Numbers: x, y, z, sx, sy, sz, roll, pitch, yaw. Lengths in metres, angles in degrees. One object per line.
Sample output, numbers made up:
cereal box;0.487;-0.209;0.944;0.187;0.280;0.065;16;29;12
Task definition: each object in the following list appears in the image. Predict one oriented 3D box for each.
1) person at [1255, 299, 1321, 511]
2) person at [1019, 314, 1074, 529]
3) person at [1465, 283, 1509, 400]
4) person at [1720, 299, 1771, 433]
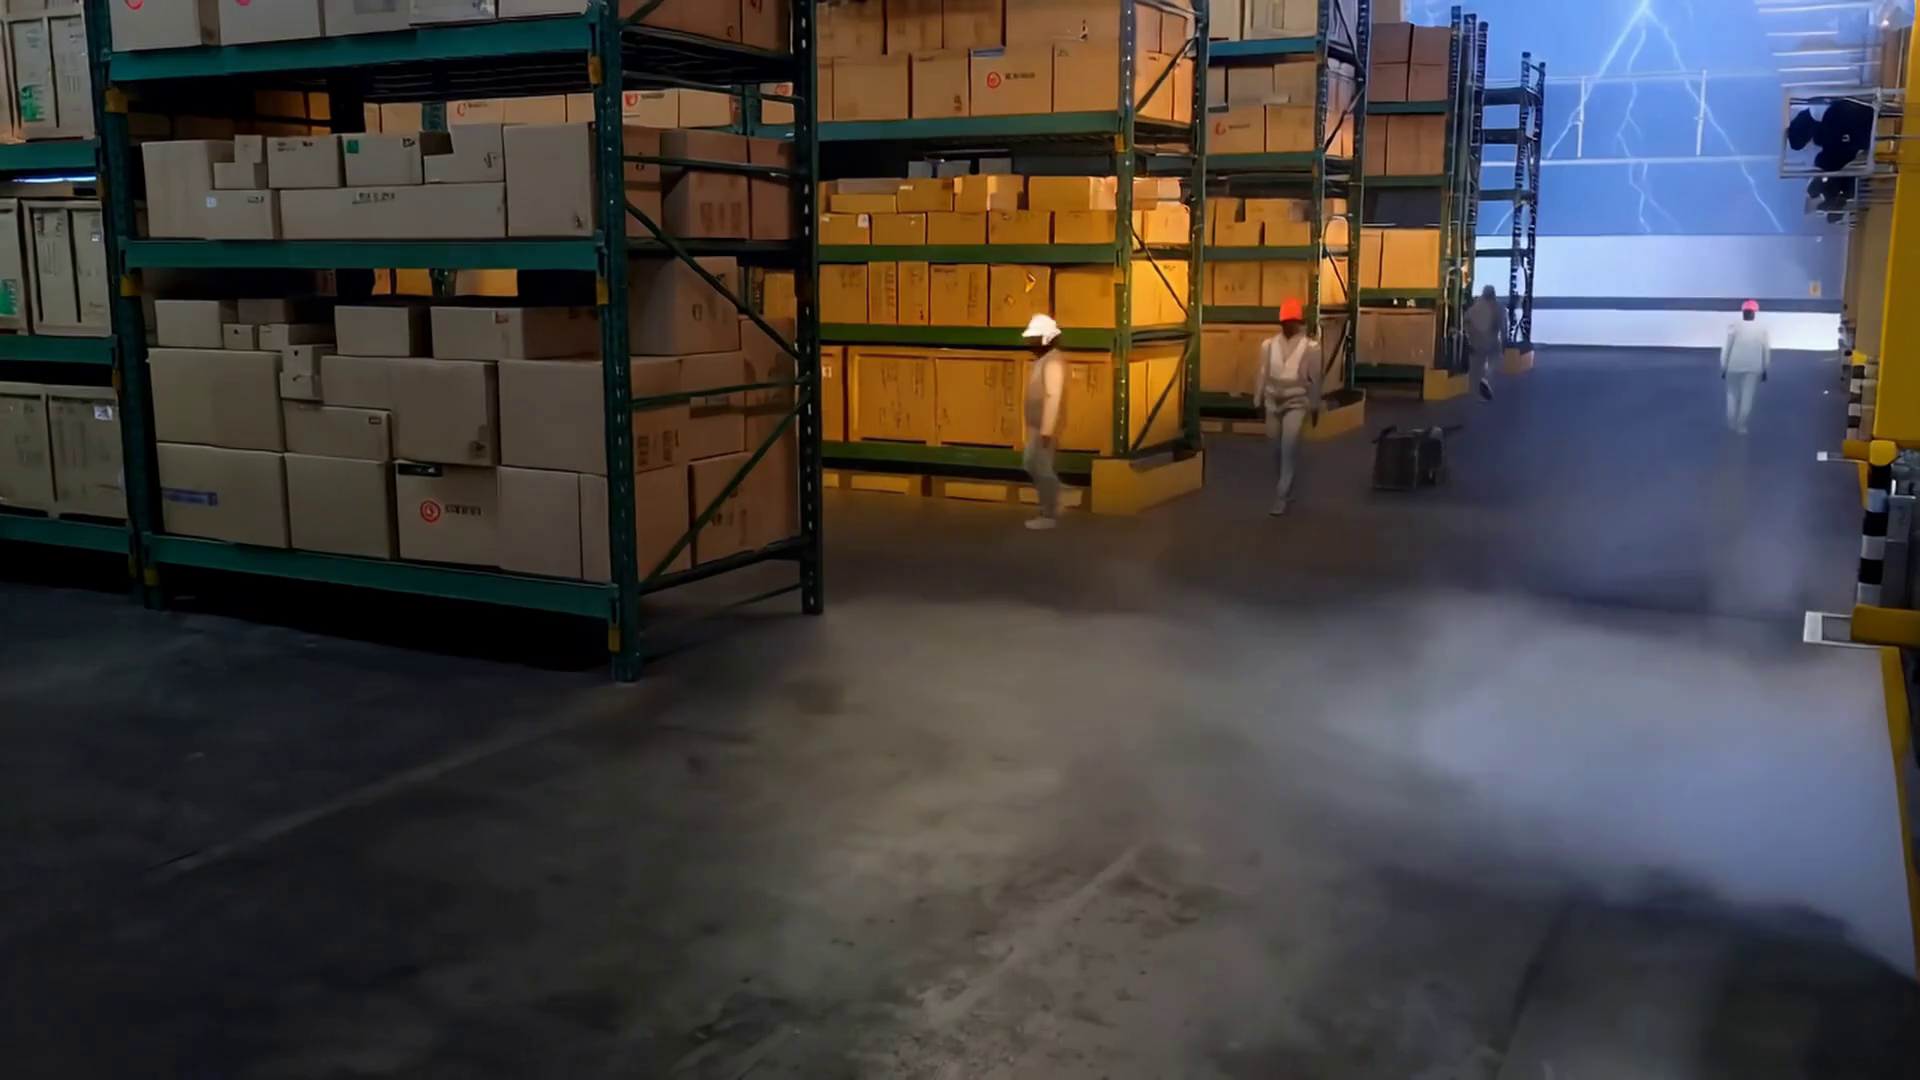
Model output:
person;3.018;-1.250;15.277;0.614;1.923;0.789;6;11;31
person;0.712;-0.995;14.047;0.419;1.819;0.601;-1;10;-6
person;8.271;-3.105;26.183;0.662;1.868;0.757;5;11;26
person;10.258;-2.274;21.734;0.591;1.716;0.824;5;11;26
